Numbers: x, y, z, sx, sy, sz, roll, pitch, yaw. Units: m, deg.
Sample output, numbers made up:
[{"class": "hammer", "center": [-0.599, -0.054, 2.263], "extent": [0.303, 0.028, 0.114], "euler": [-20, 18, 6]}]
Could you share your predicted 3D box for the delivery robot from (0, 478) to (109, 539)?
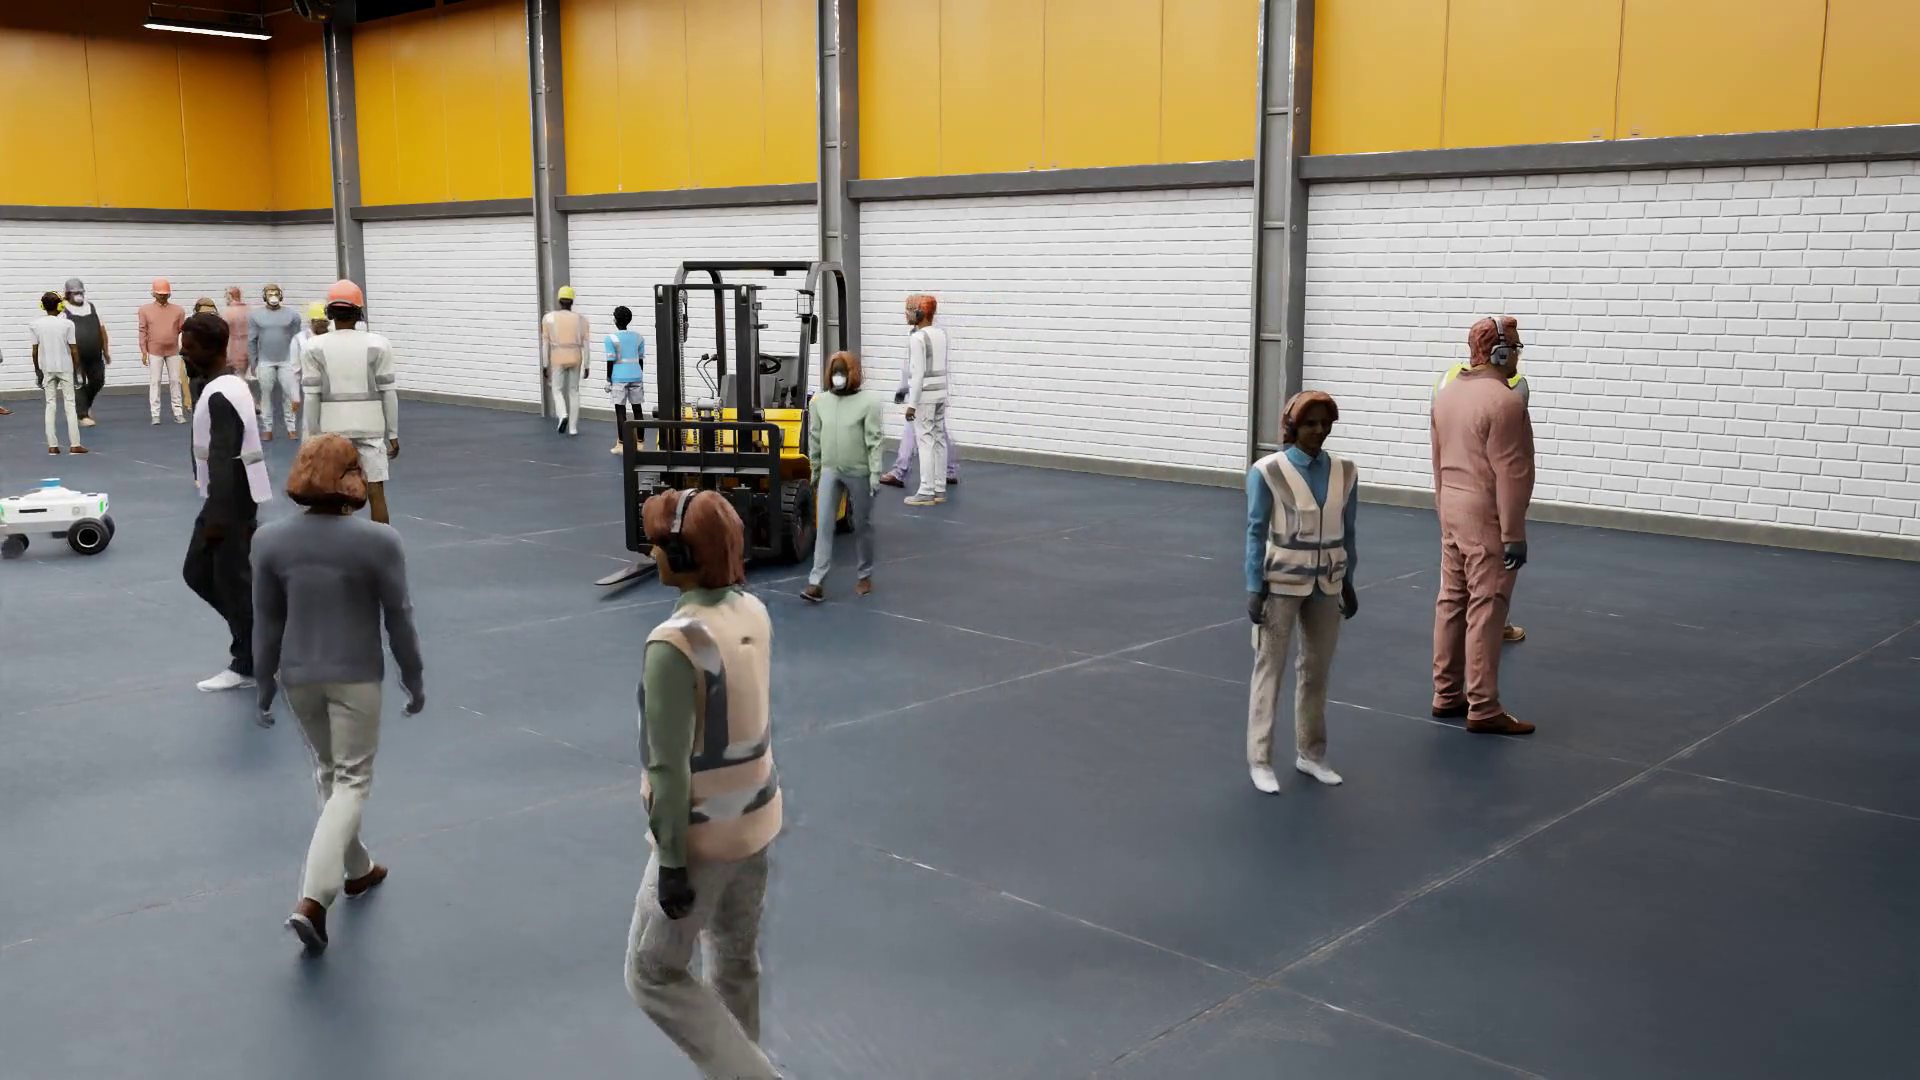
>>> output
[{"class": "delivery robot", "center": [-6.750, -0.216, 12.394], "extent": [0.707, 0.478, 0.477], "euler": [-4, 10, -22]}]

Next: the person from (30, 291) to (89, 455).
[{"class": "person", "center": [-10.295, -1.901, 18.991], "extent": [0.513, 1.872, 0.328], "euler": [-2, 9, -10]}]

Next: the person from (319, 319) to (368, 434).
[{"class": "person", "center": [-6.894, -1.839, 18.580], "extent": [1.040, 1.895, 0.639], "euler": [7, 12, 38]}]

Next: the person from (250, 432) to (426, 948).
[{"class": "person", "center": [-2.020, 0.463, 5.317], "extent": [0.507, 1.603, 0.774], "euler": [1, 9, 5]}]

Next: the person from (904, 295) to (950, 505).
[{"class": "person", "center": [-0.300, -1.253, 14.976], "extent": [0.355, 1.883, 0.572], "euler": [5, 11, 28]}]

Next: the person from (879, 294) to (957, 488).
[{"class": "person", "center": [-0.443, -1.439, 16.176], "extent": [0.932, 1.870, 0.662], "euler": [-1, 9, -6]}]

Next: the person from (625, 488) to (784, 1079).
[{"class": "person", "center": [-0.550, 0.691, 3.843], "extent": [0.414, 1.631, 0.514], "euler": [4, 10, 21]}]

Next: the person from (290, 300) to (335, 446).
[{"class": "person", "center": [-6.420, -1.510, 16.782], "extent": [0.603, 1.824, 0.404], "euler": [-7, 12, -38]}]

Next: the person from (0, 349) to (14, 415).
[{"class": "person", "center": [-14.114, -2.752, 24.189], "extent": [0.532, 1.876, 0.321], "euler": [5, 10, 28]}]

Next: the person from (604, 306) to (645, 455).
[{"class": "person", "center": [-3.833, -1.824, 19.042], "extent": [0.529, 1.697, 0.321], "euler": [-9, 13, -44]}]

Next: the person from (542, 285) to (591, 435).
[{"class": "person", "center": [-4.991, -2.268, 21.112], "extent": [0.611, 1.908, 0.458], "euler": [-3, 10, -18]}]

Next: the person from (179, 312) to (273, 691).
[{"class": "person", "center": [-3.684, -0.178, 8.320], "extent": [0.455, 1.900, 0.620], "euler": [-5, 10, -26]}]

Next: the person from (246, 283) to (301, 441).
[{"class": "person", "center": [-8.453, -2.190, 20.553], "extent": [0.634, 1.940, 0.367], "euler": [-4, 10, -23]}]

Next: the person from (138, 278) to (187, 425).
[{"class": "person", "center": [-10.884, -2.574, 22.756], "extent": [0.611, 1.988, 0.391], "euler": [-6, 11, -35]}]

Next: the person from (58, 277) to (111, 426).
[{"class": "person", "center": [-11.963, -2.573, 22.588], "extent": [0.748, 2.000, 0.682], "euler": [7, 12, 38]}]

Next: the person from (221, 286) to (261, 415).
[{"class": "person", "center": [-10.340, -2.684, 23.780], "extent": [0.817, 1.878, 0.662], "euler": [3, 10, 16]}]

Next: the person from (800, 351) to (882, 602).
[{"class": "person", "center": [-0.758, -0.397, 10.615], "extent": [0.523, 1.595, 0.766], "euler": [3, 10, 16]}]

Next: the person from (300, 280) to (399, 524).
[{"class": "person", "center": [-4.140, -0.740, 11.341], "extent": [0.607, 2.044, 0.381], "euler": [-3, 10, -17]}]

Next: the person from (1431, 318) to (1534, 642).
[{"class": "person", "center": [2.988, -0.337, 9.487], "extent": [0.429, 1.844, 0.627], "euler": [-7, 12, -37]}]

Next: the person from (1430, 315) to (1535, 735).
[{"class": "person", "center": [2.426, -0.072, 7.662], "extent": [0.406, 1.910, 0.639], "euler": [-2, 10, -13]}]

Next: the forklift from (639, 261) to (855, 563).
[{"class": "forklift", "center": [-1.552, -1.040, 12.721], "extent": [1.214, 2.155, 2.313], "euler": [2, 9, 11]}]

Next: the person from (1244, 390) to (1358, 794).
[{"class": "person", "center": [1.384, 0.207, 6.769], "extent": [0.522, 1.638, 0.310], "euler": [-3, 10, -20]}]

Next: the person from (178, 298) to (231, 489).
[{"class": "person", "center": [-7.248, -1.412, 16.073], "extent": [0.330, 1.842, 0.520], "euler": [7, 12, 37]}]
